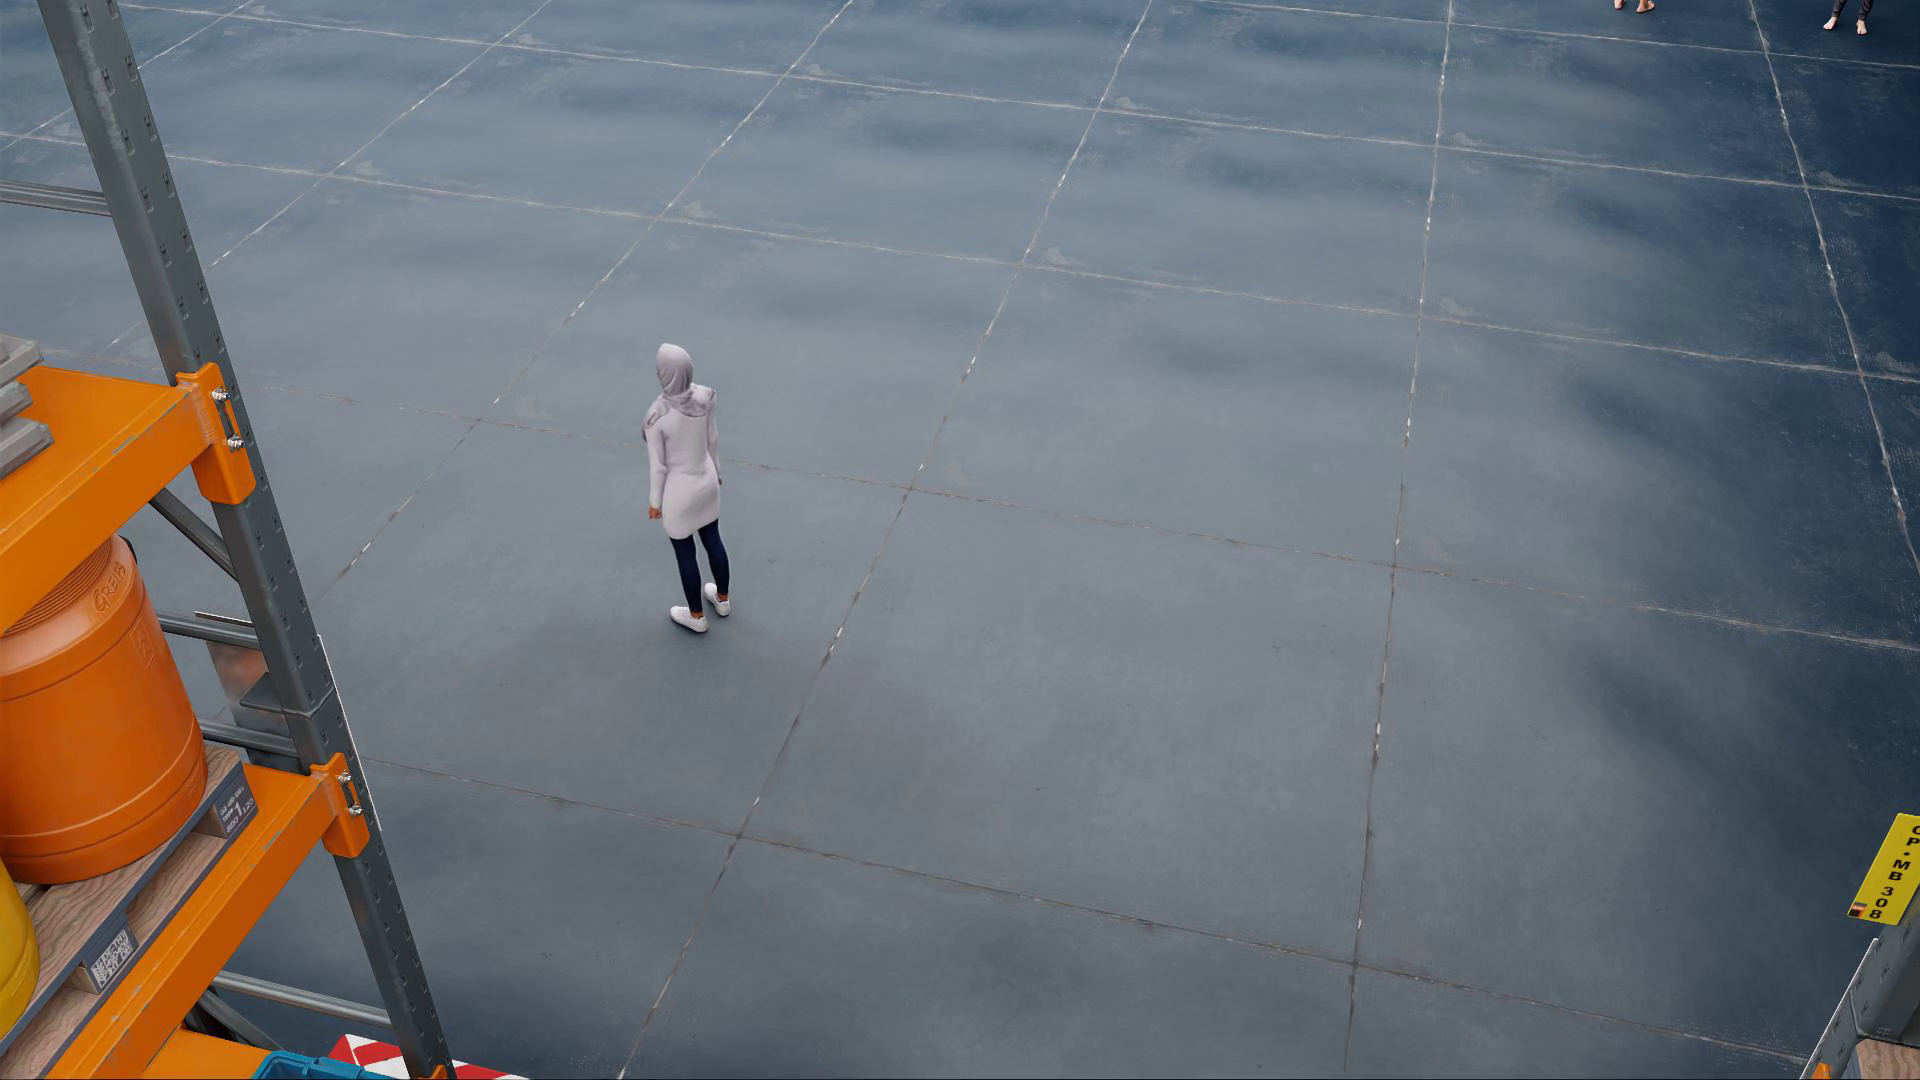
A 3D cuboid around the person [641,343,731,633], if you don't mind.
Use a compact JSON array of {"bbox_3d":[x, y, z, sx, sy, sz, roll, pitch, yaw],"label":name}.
[{"bbox_3d":[-1.466,-0.270,8.976,0.640,1.775,0.758,-31,48,-34],"label":"person"}]
